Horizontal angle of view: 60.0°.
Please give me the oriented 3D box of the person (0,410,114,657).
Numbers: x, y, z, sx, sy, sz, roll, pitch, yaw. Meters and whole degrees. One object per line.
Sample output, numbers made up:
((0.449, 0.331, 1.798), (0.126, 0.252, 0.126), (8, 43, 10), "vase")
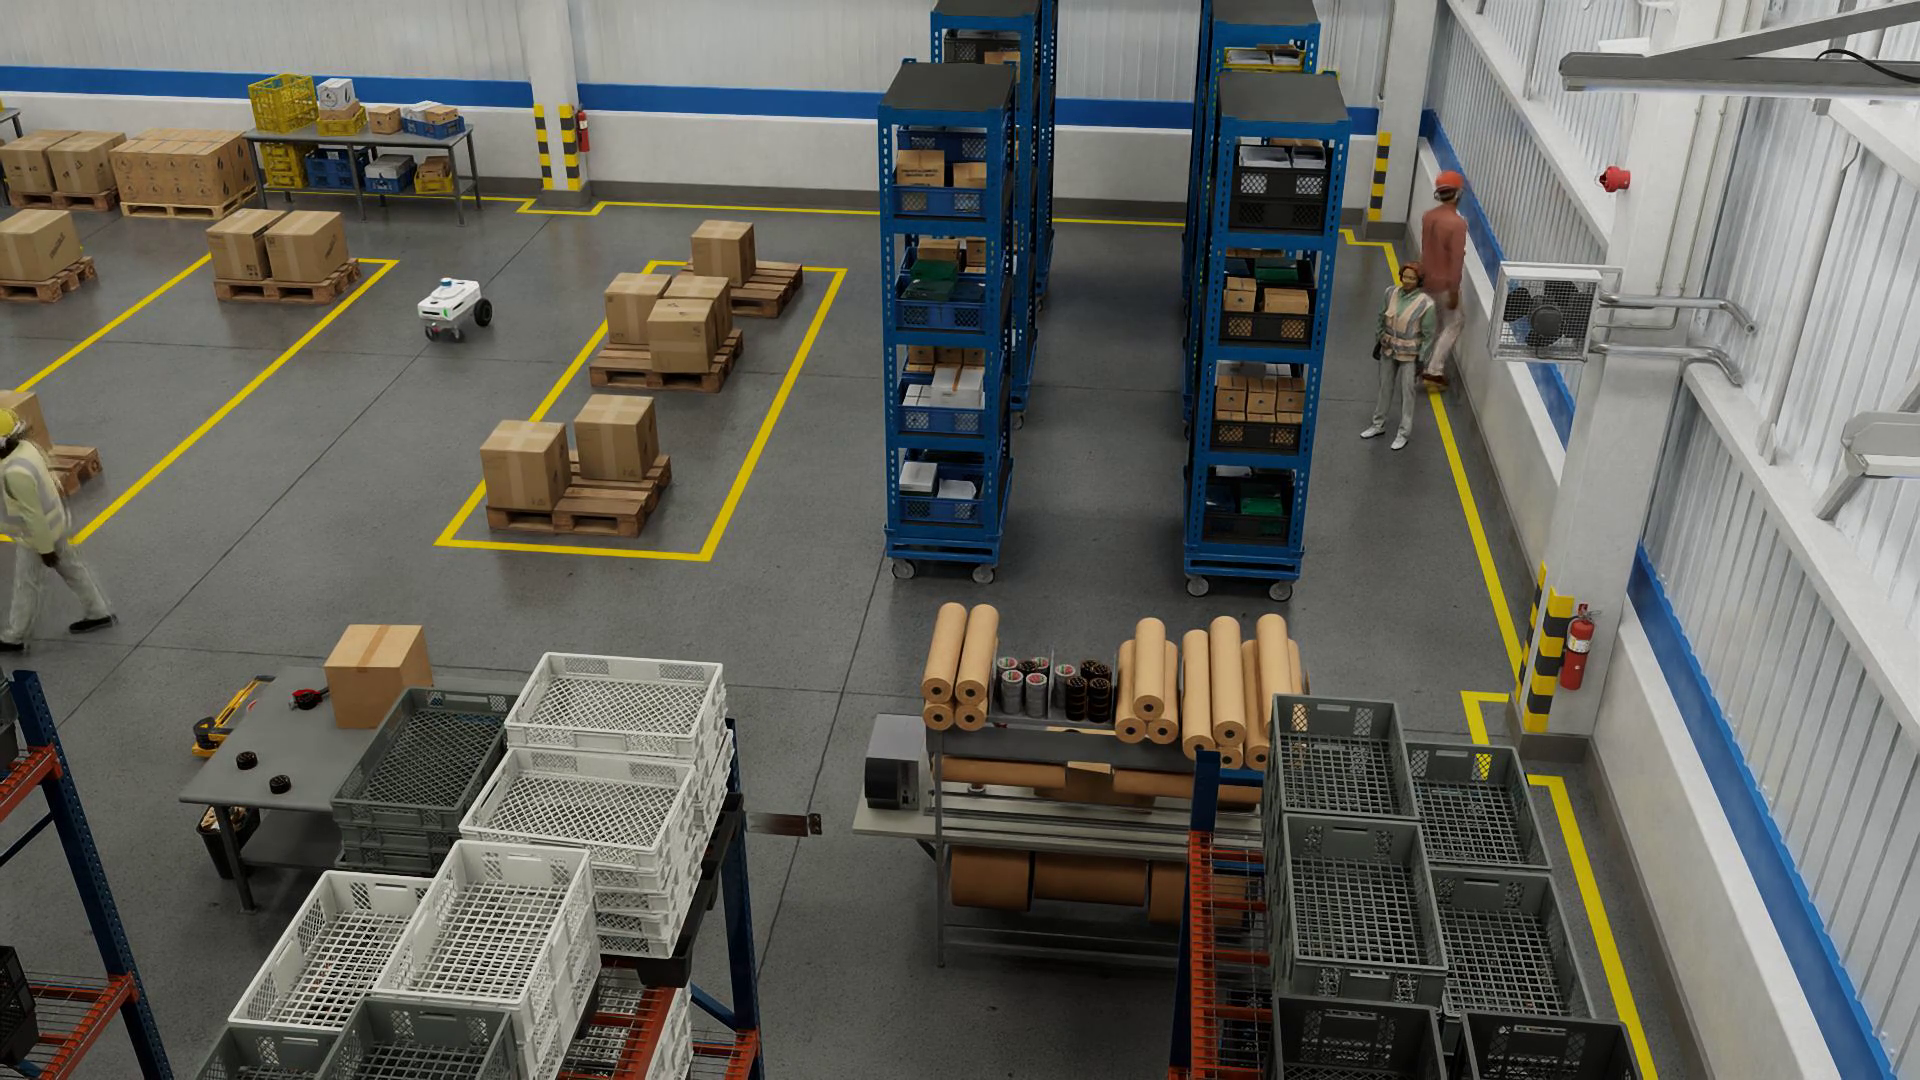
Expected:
((-6.389, -0.061, 11.249), (0.868, 1.789, 0.609), (-11, 32, -19), "person")

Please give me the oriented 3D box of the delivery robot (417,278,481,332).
((-4.991, -2.322, 16.264), (0.477, 0.478, 0.707), (7, 31, 12), "delivery robot")

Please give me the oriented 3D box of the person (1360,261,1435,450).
((3.703, -1.567, 13.980), (0.306, 1.645, 0.522), (-24, 38, -35), "person")

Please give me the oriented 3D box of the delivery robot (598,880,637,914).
((-1.889, 1.770, 9.237), (0.477, 0.478, 0.707), (17, 34, 26), "delivery robot")

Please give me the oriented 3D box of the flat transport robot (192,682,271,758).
((-4.089, 1.163, 10.648), (1.431, 0.197, 0.652), (3, 30, 6), "flat transport robot")

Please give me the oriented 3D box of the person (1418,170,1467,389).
((4.349, -2.335, 15.016), (0.401, 1.937, 0.696), (-11, 32, -18), "person")
